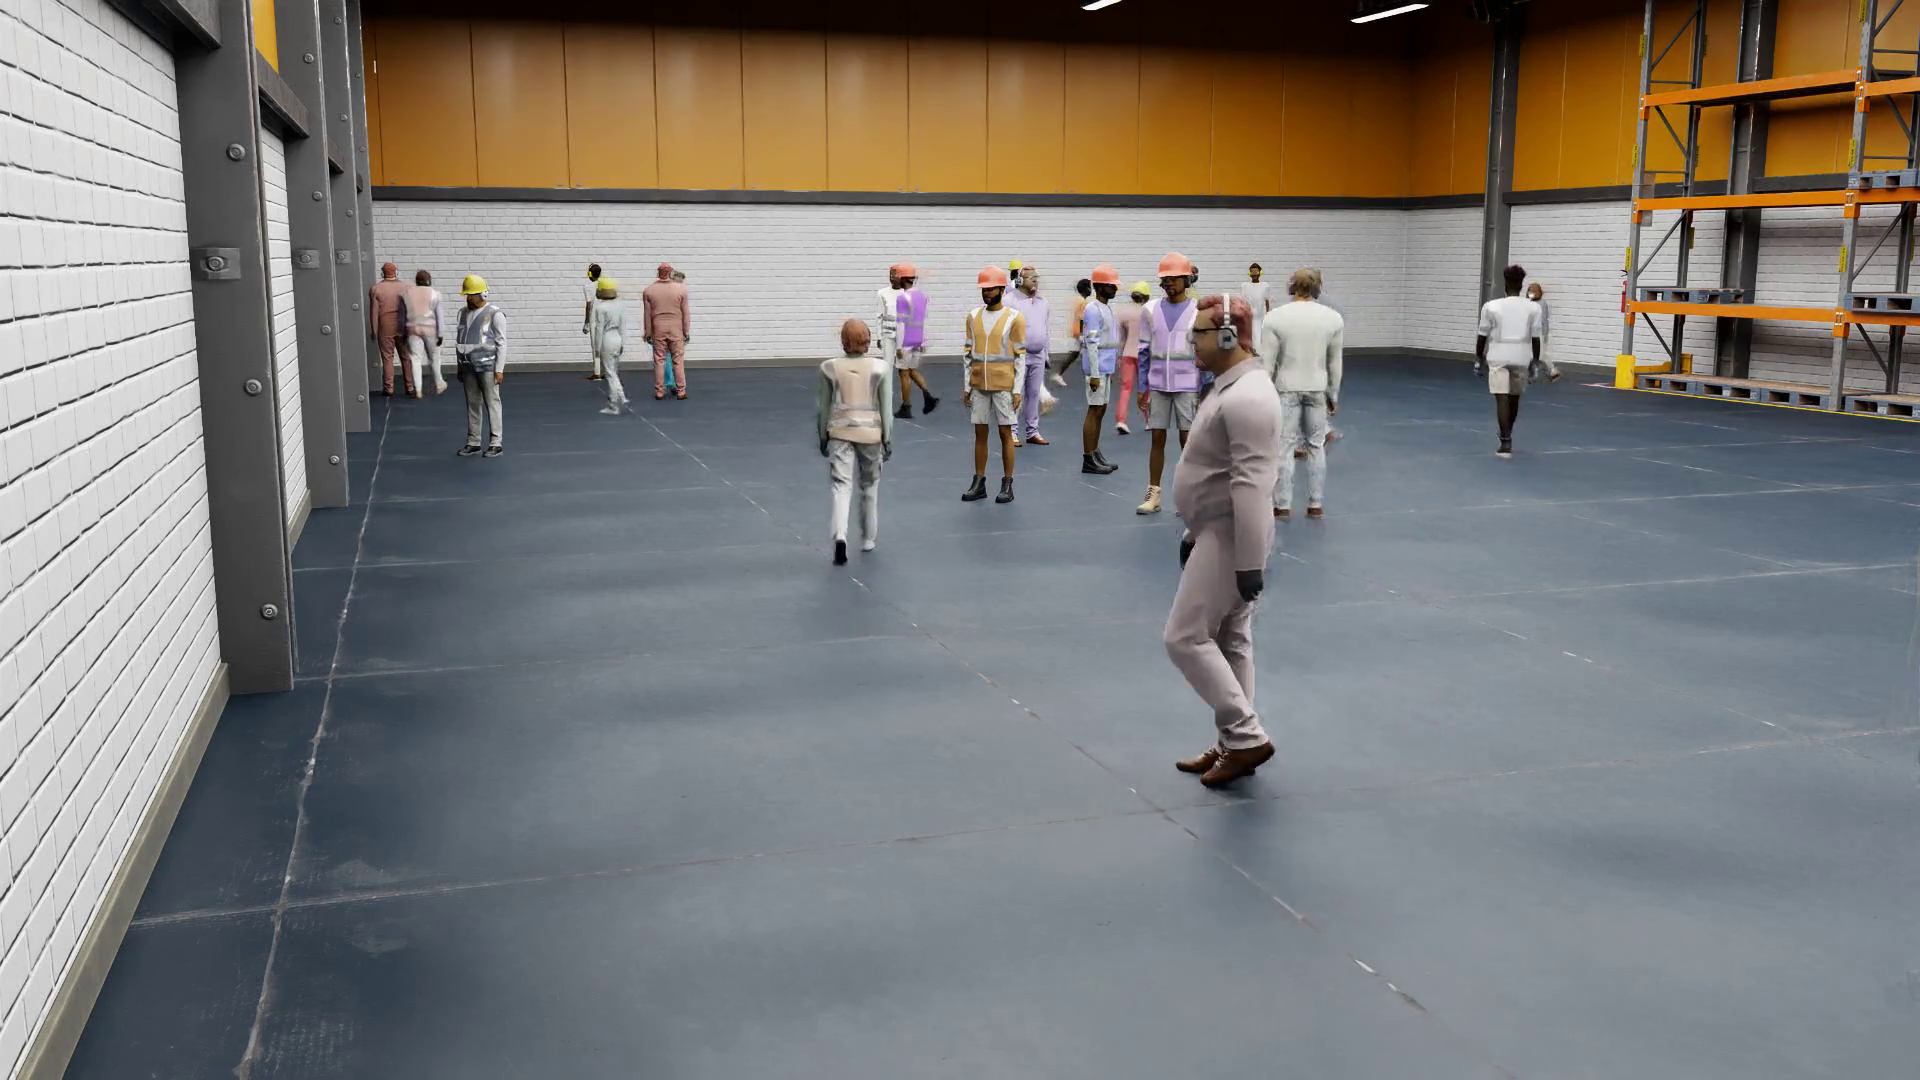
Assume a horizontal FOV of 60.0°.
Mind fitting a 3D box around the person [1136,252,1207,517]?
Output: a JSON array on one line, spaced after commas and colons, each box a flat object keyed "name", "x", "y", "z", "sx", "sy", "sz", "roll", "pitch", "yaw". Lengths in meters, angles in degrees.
[{"name": "person", "x": 1.656, "y": -1.195, "z": 12.894, "sx": 0.608, "sy": 2.045, "sz": 0.392, "roll": 5, "pitch": 11, "yaw": 25}]

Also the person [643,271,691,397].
[{"name": "person", "x": -4.140, "y": -2.924, "z": 23.673, "sx": 0.648, "sy": 1.775, "sz": 0.950, "roll": -5, "pitch": 11, "yaw": -26}]

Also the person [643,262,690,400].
[{"name": "person", "x": -4.064, "y": -2.893, "z": 23.123, "sx": 0.640, "sy": 1.909, "sz": 0.409, "roll": -1, "pitch": 10, "yaw": -3}]

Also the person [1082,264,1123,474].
[{"name": "person", "x": 1.326, "y": -1.583, "z": 15.449, "sx": 0.370, "sy": 1.935, "sz": 0.552, "roll": 3, "pitch": 10, "yaw": 18}]

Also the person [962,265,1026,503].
[{"name": "person", "x": 0.267, "y": -1.271, "z": 13.638, "sx": 0.542, "sy": 1.938, "sz": 0.358, "roll": 5, "pitch": 11, "yaw": 25}]

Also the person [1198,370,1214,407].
[{"name": "person", "x": 1.987, "y": -1.008, "z": 13.000, "sx": 0.325, "sy": 1.632, "sz": 0.518, "roll": 3, "pitch": 10, "yaw": 14}]

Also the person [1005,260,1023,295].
[{"name": "person", "x": 0.939, "y": -3.708, "z": 27.779, "sx": 0.366, "sy": 1.926, "sz": 0.593, "roll": 8, "pitch": 13, "yaw": 40}]

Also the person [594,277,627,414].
[{"name": "person", "x": -4.478, "y": -2.462, "z": 21.103, "sx": 0.353, "sy": 1.730, "sz": 0.505, "roll": 4, "pitch": 11, "yaw": 24}]

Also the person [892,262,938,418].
[{"name": "person", "x": -0.600, "y": -2.441, "z": 20.441, "sx": 0.522, "sy": 1.927, "sz": 0.561, "roll": 6, "pitch": 12, "yaw": 33}]

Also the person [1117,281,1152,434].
[{"name": "person", "x": 2.014, "y": -2.065, "z": 18.856, "sx": 0.532, "sy": 1.722, "sz": 0.929, "roll": 5, "pitch": 11, "yaw": 27}]

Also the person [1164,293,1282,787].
[{"name": "person", "x": 0.997, "y": 0.008, "z": 6.377, "sx": 0.434, "sy": 1.888, "sz": 0.647, "roll": 2, "pitch": 10, "yaw": 10}]

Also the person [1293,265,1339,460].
[{"name": "person", "x": 3.427, "y": -1.721, "z": 16.285, "sx": 0.531, "sy": 1.922, "sz": 0.634, "roll": 5, "pitch": 11, "yaw": 27}]

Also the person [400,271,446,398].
[{"name": "person", "x": -7.635, "y": -2.928, "z": 23.681, "sx": 0.644, "sy": 1.779, "sz": 0.981, "roll": 0, "pitch": 10, "yaw": -2}]

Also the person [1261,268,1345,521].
[{"name": "person", "x": 2.600, "y": -1.102, "z": 12.733, "sx": 0.671, "sy": 1.927, "sz": 0.405, "roll": -1, "pitch": 10, "yaw": -4}]

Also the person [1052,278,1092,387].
[{"name": "person", "x": 1.798, "y": -3.130, "z": 25.204, "sx": 0.844, "sy": 1.664, "sz": 0.537, "roll": -1, "pitch": 10, "yaw": -5}]

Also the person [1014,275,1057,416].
[{"name": "person", "x": 0.857, "y": -2.451, "z": 20.836, "sx": 0.837, "sy": 1.818, "sz": 0.632, "roll": 6, "pitch": 11, "yaw": 31}]

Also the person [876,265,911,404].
[{"name": "person", "x": -0.829, "y": -2.701, "z": 22.076, "sx": 0.574, "sy": 1.884, "sz": 0.361, "roll": 1, "pitch": 10, "yaw": 5}]

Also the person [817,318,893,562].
[{"name": "person", "x": -0.708, "y": -0.670, "z": 11.108, "sx": 0.519, "sy": 1.615, "sz": 0.784, "roll": 0, "pitch": 10, "yaw": 3}]

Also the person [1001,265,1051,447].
[{"name": "person", "x": 0.710, "y": -1.943, "z": 17.608, "sx": 0.642, "sy": 1.913, "sz": 0.410, "roll": -7, "pitch": 12, "yaw": -36}]

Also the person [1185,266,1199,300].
[{"name": "person", "x": 3.941, "y": -3.906, "z": 29.253, "sx": 0.612, "sy": 1.818, "sz": 0.631, "roll": 6, "pitch": 11, "yaw": 29}]

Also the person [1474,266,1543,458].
[{"name": "person", "x": 5.554, "y": -1.824, "z": 16.930, "sx": 0.614, "sy": 1.902, "sz": 1.031, "roll": 0, "pitch": 10, "yaw": 3}]

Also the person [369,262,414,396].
[{"name": "person", "x": -8.116, "y": -3.009, "z": 23.801, "sx": 0.652, "sy": 1.904, "sz": 0.402, "roll": -7, "pitch": 12, "yaw": -33}]

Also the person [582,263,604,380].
[{"name": "person", "x": -5.848, "y": -3.507, "z": 26.775, "sx": 0.327, "sy": 1.874, "sz": 0.517, "roll": 8, "pitch": 13, "yaw": 39}]

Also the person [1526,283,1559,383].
[{"name": "person", "x": 9.037, "y": -3.228, "z": 25.979, "sx": 0.805, "sy": 1.591, "sz": 0.550, "roll": -5, "pitch": 11, "yaw": -25}]

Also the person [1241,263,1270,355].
[{"name": "person", "x": 4.953, "y": -3.713, "z": 27.969, "sx": 0.519, "sy": 1.873, "sz": 0.335, "roll": 2, "pitch": 10, "yaw": 13}]

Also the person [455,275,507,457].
[{"name": "person", "x": -4.825, "y": -1.739, "z": 16.686, "sx": 0.588, "sy": 1.823, "sz": 0.403, "roll": 4, "pitch": 11, "yaw": 24}]
